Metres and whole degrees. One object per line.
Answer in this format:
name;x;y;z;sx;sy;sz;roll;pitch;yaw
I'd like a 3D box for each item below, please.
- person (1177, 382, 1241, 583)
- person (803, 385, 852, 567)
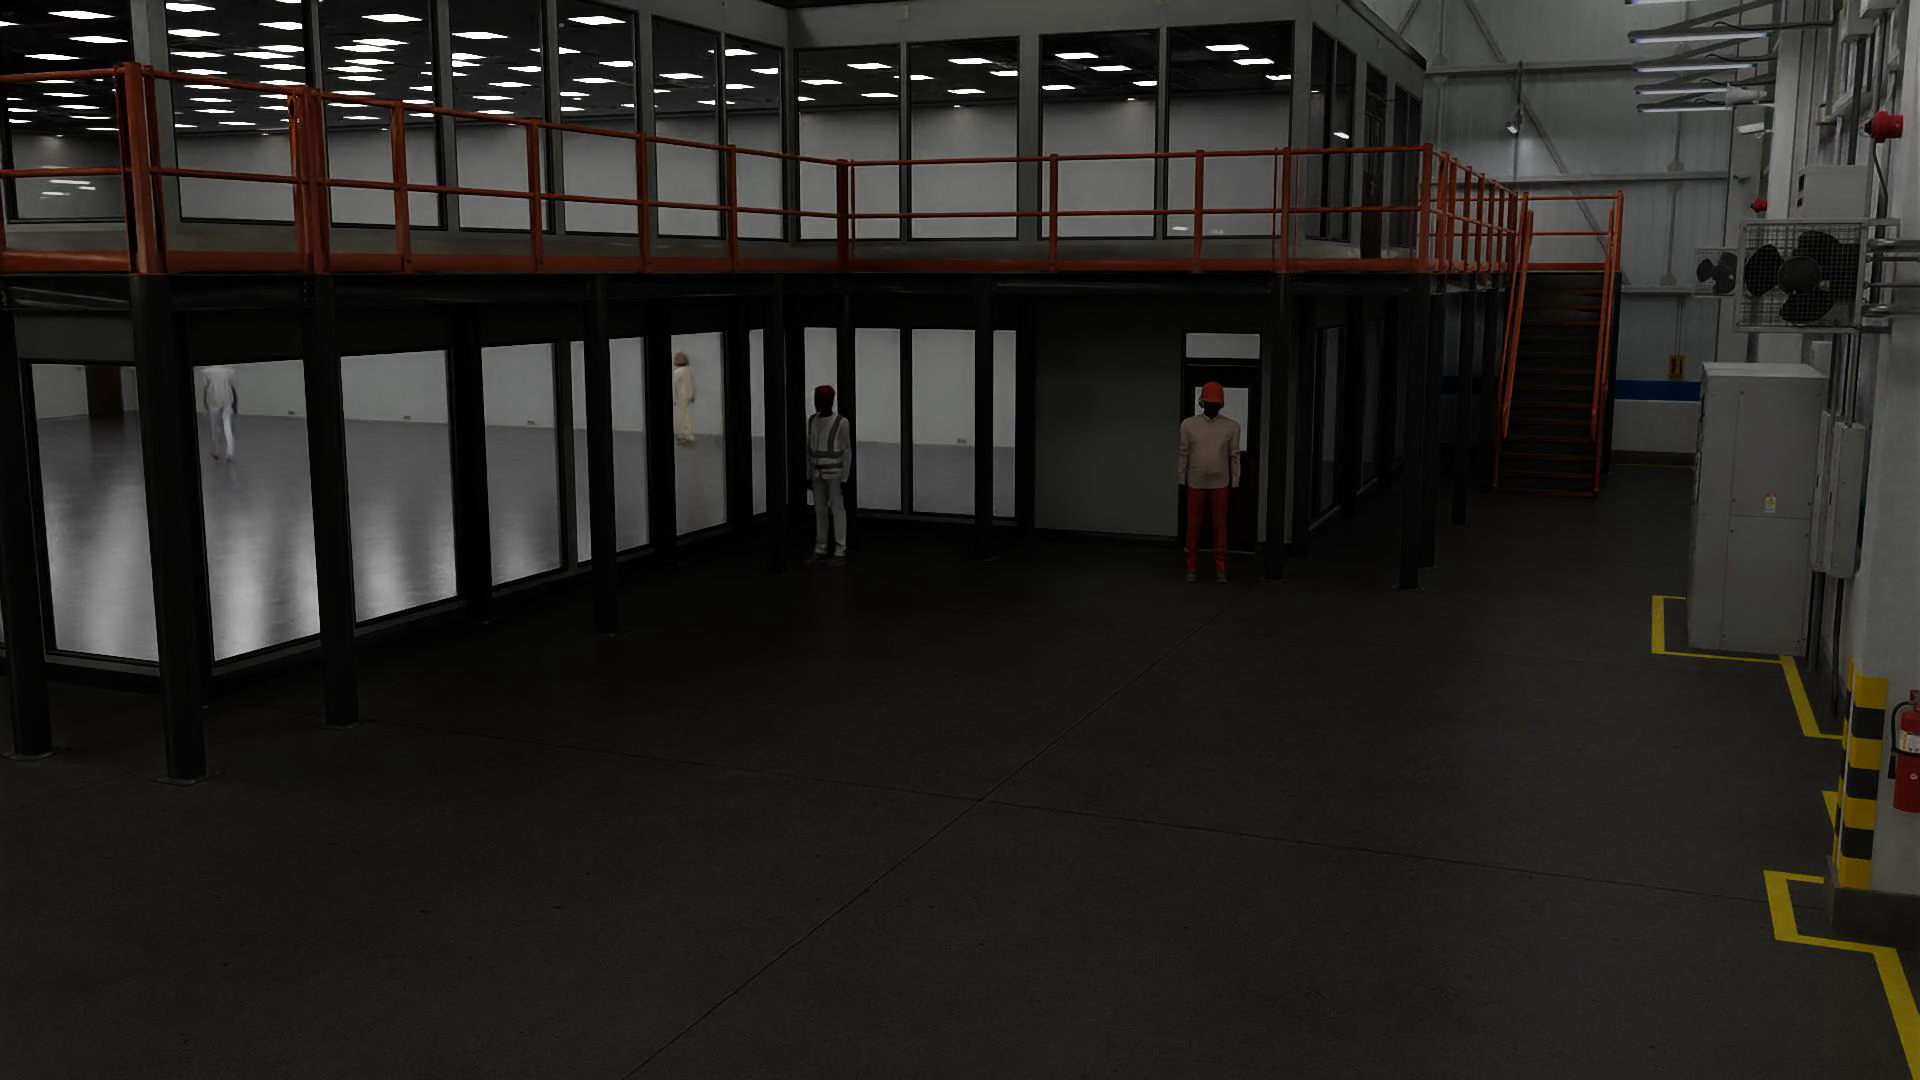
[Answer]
person;2.435;-0.558;16.271;0.612;1.986;0.406;1;9;6
person;-1.373;-0.660;17.215;0.574;1.881;0.357;7;12;39
